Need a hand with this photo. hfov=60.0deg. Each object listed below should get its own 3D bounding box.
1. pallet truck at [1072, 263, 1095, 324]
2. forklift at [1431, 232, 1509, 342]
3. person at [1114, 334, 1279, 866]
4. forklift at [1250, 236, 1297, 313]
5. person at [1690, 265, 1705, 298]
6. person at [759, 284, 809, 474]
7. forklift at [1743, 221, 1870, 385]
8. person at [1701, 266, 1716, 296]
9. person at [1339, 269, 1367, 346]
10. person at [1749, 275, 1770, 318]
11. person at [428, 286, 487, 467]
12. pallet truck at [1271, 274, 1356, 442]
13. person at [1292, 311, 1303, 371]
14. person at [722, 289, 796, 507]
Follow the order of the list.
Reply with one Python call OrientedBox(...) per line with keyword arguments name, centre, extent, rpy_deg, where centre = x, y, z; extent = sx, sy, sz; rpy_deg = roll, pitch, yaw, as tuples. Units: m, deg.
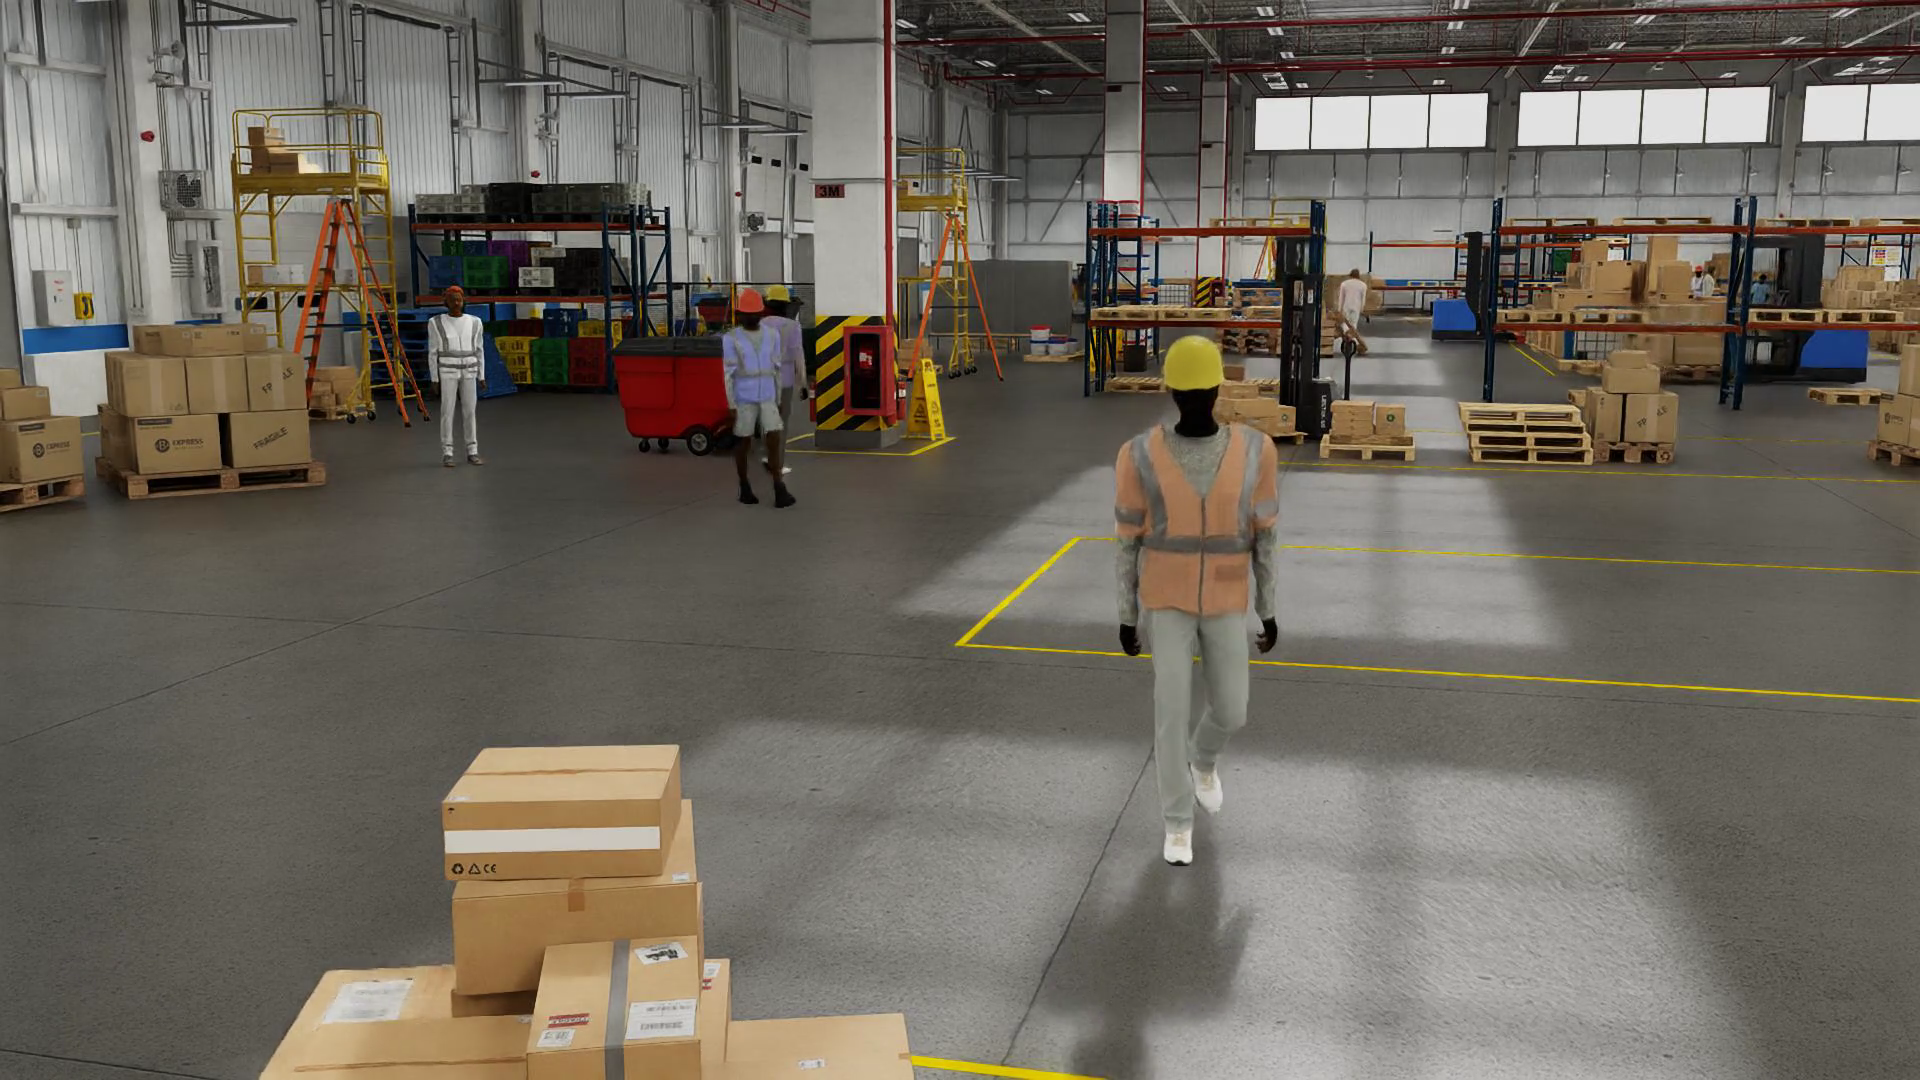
OrientedBox(name="pallet truck", centre=(4.325, -8.180, 55.162), extent=(0.823, 1.965, 1.885), rpy_deg=(6, 11, 31))
OrientedBox(name="forklift", centre=(13.184, -6.527, 42.836), extent=(1.873, 2.768, 1.129), rpy_deg=(2, 10, 14))
OrientedBox(name="person", centre=(0.854, 0.200, 6.082), extent=(0.601, 1.907, 0.539), rpy_deg=(0, 10, 0))
OrientedBox(name="forklift", centre=(9.965, -7.933, 51.113), extent=(1.873, 2.768, 1.129), rpy_deg=(-2, 10, -14))
OrientedBox(name="person", centre=(22.597, -7.444, 51.011), extent=(0.366, 1.934, 0.553), rpy_deg=(-8, 13, -40))
OrientedBox(name="person", centre=(-1.804, -1.605, 16.724), extent=(0.590, 1.910, 0.499), rpy_deg=(6, 11, 30))
OrientedBox(name="forklift", centre=(14.549, -4.107, 28.587), extent=(1.873, 2.768, 1.129), rpy_deg=(2, 10, 14))
OrientedBox(name="person", centre=(22.863, -7.407, 50.841), extent=(0.373, 1.931, 0.623), rpy_deg=(5, 11, 25))
OrientedBox(name="person", centre=(9.447, -5.564, 40.029), extent=(0.636, 1.912, 0.497), rpy_deg=(2, 10, 14))
OrientedBox(name="person", centre=(24.749, -7.400, 51.580), extent=(0.594, 1.642, 0.798), rpy_deg=(6, 12, 33))
OrientedBox(name="person", centre=(-5.239, -1.703, 17.362), extent=(0.585, 1.882, 0.344), rpy_deg=(-6, 11, -33))
OrientedBox(name="pallet truck", centre=(3.653, -2.138, 19.590), extent=(1.885, 1.965, 0.823), rpy_deg=(-4, 10, -20))
OrientedBox(name="person", centre=(6.605, -4.100, 31.924), extent=(0.335, 1.734, 0.487), rpy_deg=(6, 12, 34))
OrientedBox(name="person", centre=(-1.744, -1.210, 14.418), extent=(0.552, 1.893, 0.929), rpy_deg=(-5, 11, -27))
